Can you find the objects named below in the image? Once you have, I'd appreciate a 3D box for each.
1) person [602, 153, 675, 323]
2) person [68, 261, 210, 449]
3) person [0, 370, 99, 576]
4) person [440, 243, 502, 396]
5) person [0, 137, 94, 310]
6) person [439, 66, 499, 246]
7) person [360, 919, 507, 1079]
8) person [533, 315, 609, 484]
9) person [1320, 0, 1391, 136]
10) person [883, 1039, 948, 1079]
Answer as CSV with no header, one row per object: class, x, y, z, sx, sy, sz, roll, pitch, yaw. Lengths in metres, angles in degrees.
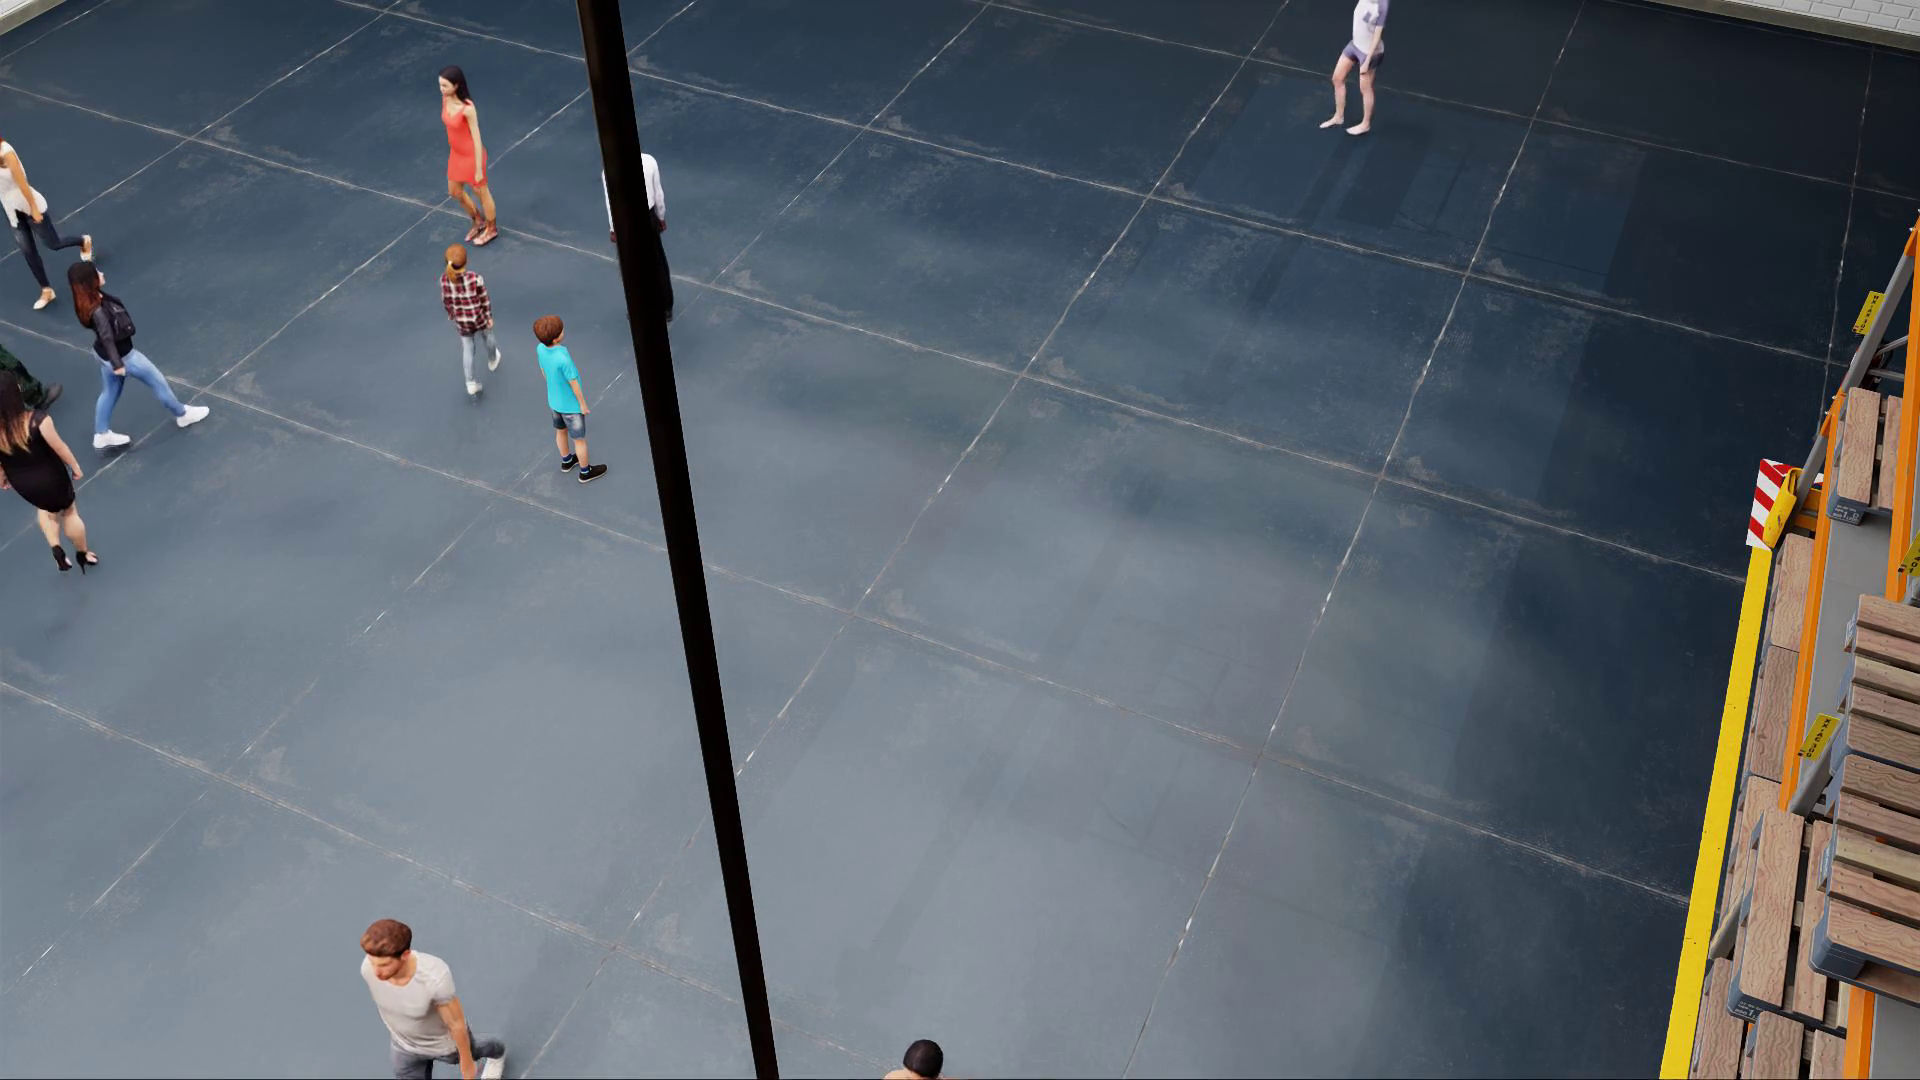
person,-2.641,-2.567,13.619,0.672,1.834,0.778,-23,48,-22
person,-6.421,-1.354,12.521,1.194,1.590,0.948,-30,51,-27
person,-6.330,-0.373,11.409,0.830,1.706,0.876,-7,44,-7
person,-3.884,-1.737,13.141,0.769,1.291,0.963,-1,44,-1
person,-7.790,-2.846,13.967,0.701,1.758,1.081,11,45,11
person,-4.244,-3.385,14.566,0.658,1.713,0.632,27,50,26
person,-2.613,2.417,8.373,0.874,1.853,1.260,9,44,9
person,-2.930,-1.057,12.313,0.564,1.449,0.551,29,51,27
person,3.963,-4.685,15.904,0.845,1.749,0.789,-12,45,-12
person,-0.108,2.854,7.949,0.657,1.806,0.930,14,45,14
